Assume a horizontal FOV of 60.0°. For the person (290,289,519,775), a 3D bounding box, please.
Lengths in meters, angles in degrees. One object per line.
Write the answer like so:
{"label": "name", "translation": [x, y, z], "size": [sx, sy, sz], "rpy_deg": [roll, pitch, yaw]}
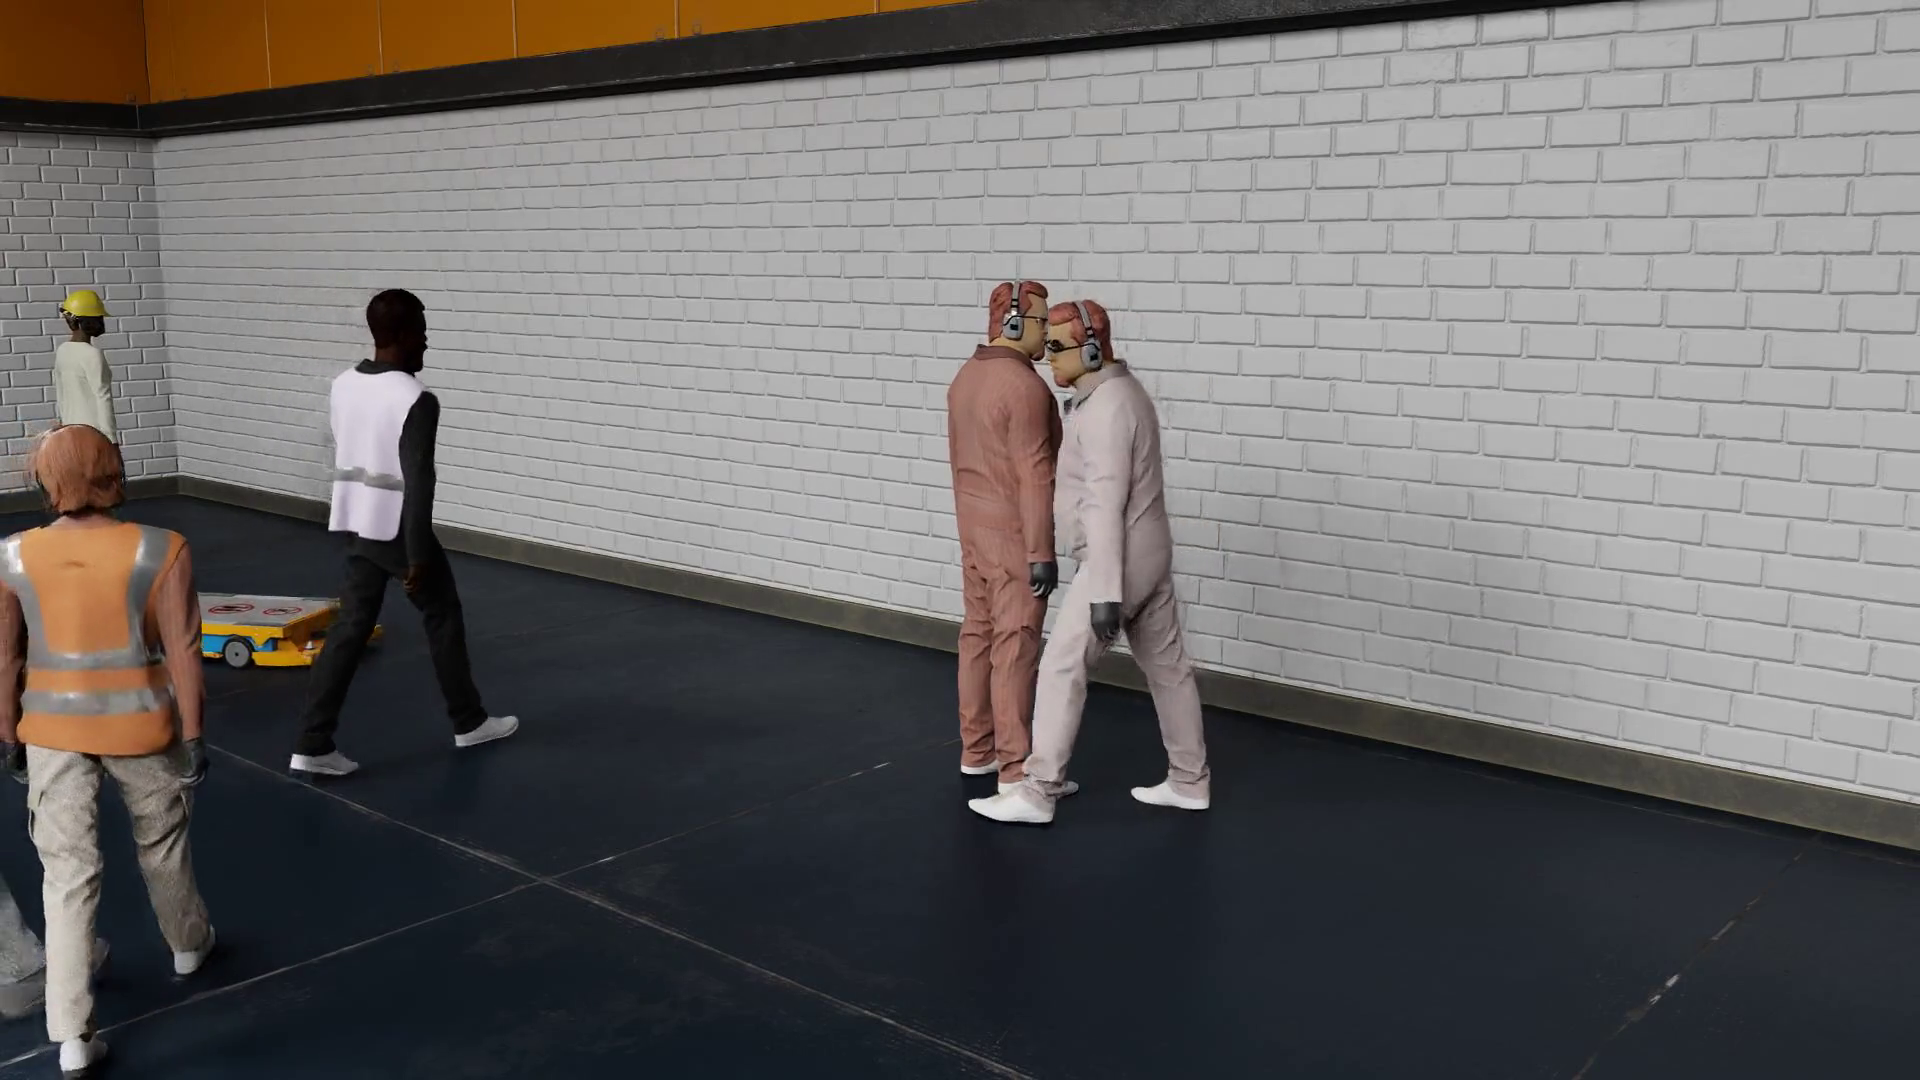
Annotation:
{"label": "person", "translation": [-2.229, -0.032, 6.469], "size": [0.598, 1.877, 0.987], "rpy_deg": [6, 12, 32]}

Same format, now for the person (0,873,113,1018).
{"label": "person", "translation": [-2.750, 0.363, 4.164], "size": [0.947, 1.897, 0.614], "rpy_deg": [-6, 12, -32]}

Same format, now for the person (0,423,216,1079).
{"label": "person", "translation": [-2.194, 0.496, 4.252], "size": [0.522, 1.585, 0.880], "rpy_deg": [-2, 10, -14]}

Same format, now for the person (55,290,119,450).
{"label": "person", "translation": [-5.349, -0.652, 10.273], "size": [0.535, 1.767, 0.317], "rpy_deg": [7, 12, 36]}

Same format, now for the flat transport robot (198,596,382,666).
{"label": "flat transport robot", "translation": [-3.727, 0.436, 8.335], "size": [1.431, 0.197, 0.652], "rpy_deg": [2, 10, 10]}

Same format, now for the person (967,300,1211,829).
{"label": "person", "translation": [0.482, 0.099, 5.802], "size": [0.846, 1.844, 0.670], "rpy_deg": [3, 10, 15]}

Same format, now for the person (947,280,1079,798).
{"label": "person", "translation": [0.200, -0.002, 6.185], "size": [0.400, 1.905, 0.643], "rpy_deg": [-4, 11, -23]}
